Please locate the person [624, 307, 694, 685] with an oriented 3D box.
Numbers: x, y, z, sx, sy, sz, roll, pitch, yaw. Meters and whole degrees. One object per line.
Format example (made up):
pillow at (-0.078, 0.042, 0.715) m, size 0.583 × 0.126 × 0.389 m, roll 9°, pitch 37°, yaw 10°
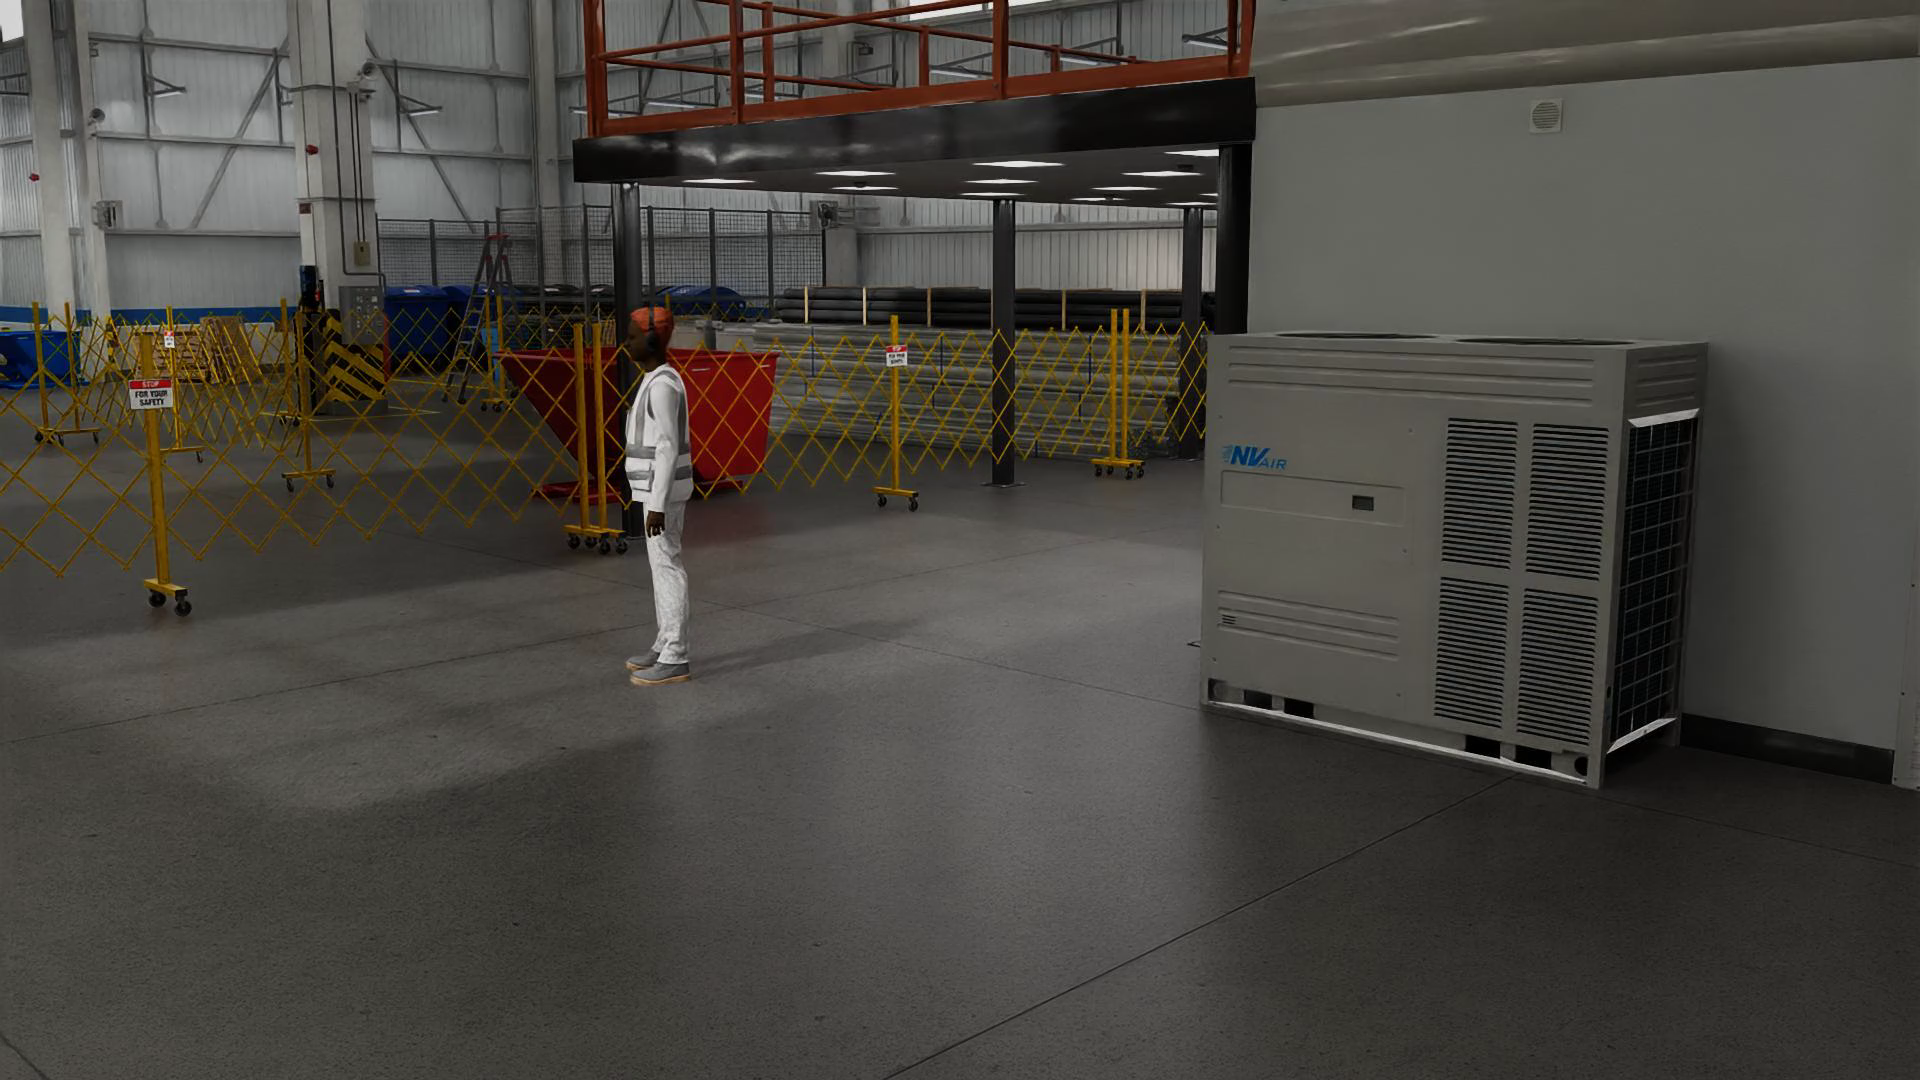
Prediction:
person at (-1.517, -0.219, 8.341) m, size 0.355 × 1.883 × 0.575 m, roll -2°, pitch 10°, yaw -13°
